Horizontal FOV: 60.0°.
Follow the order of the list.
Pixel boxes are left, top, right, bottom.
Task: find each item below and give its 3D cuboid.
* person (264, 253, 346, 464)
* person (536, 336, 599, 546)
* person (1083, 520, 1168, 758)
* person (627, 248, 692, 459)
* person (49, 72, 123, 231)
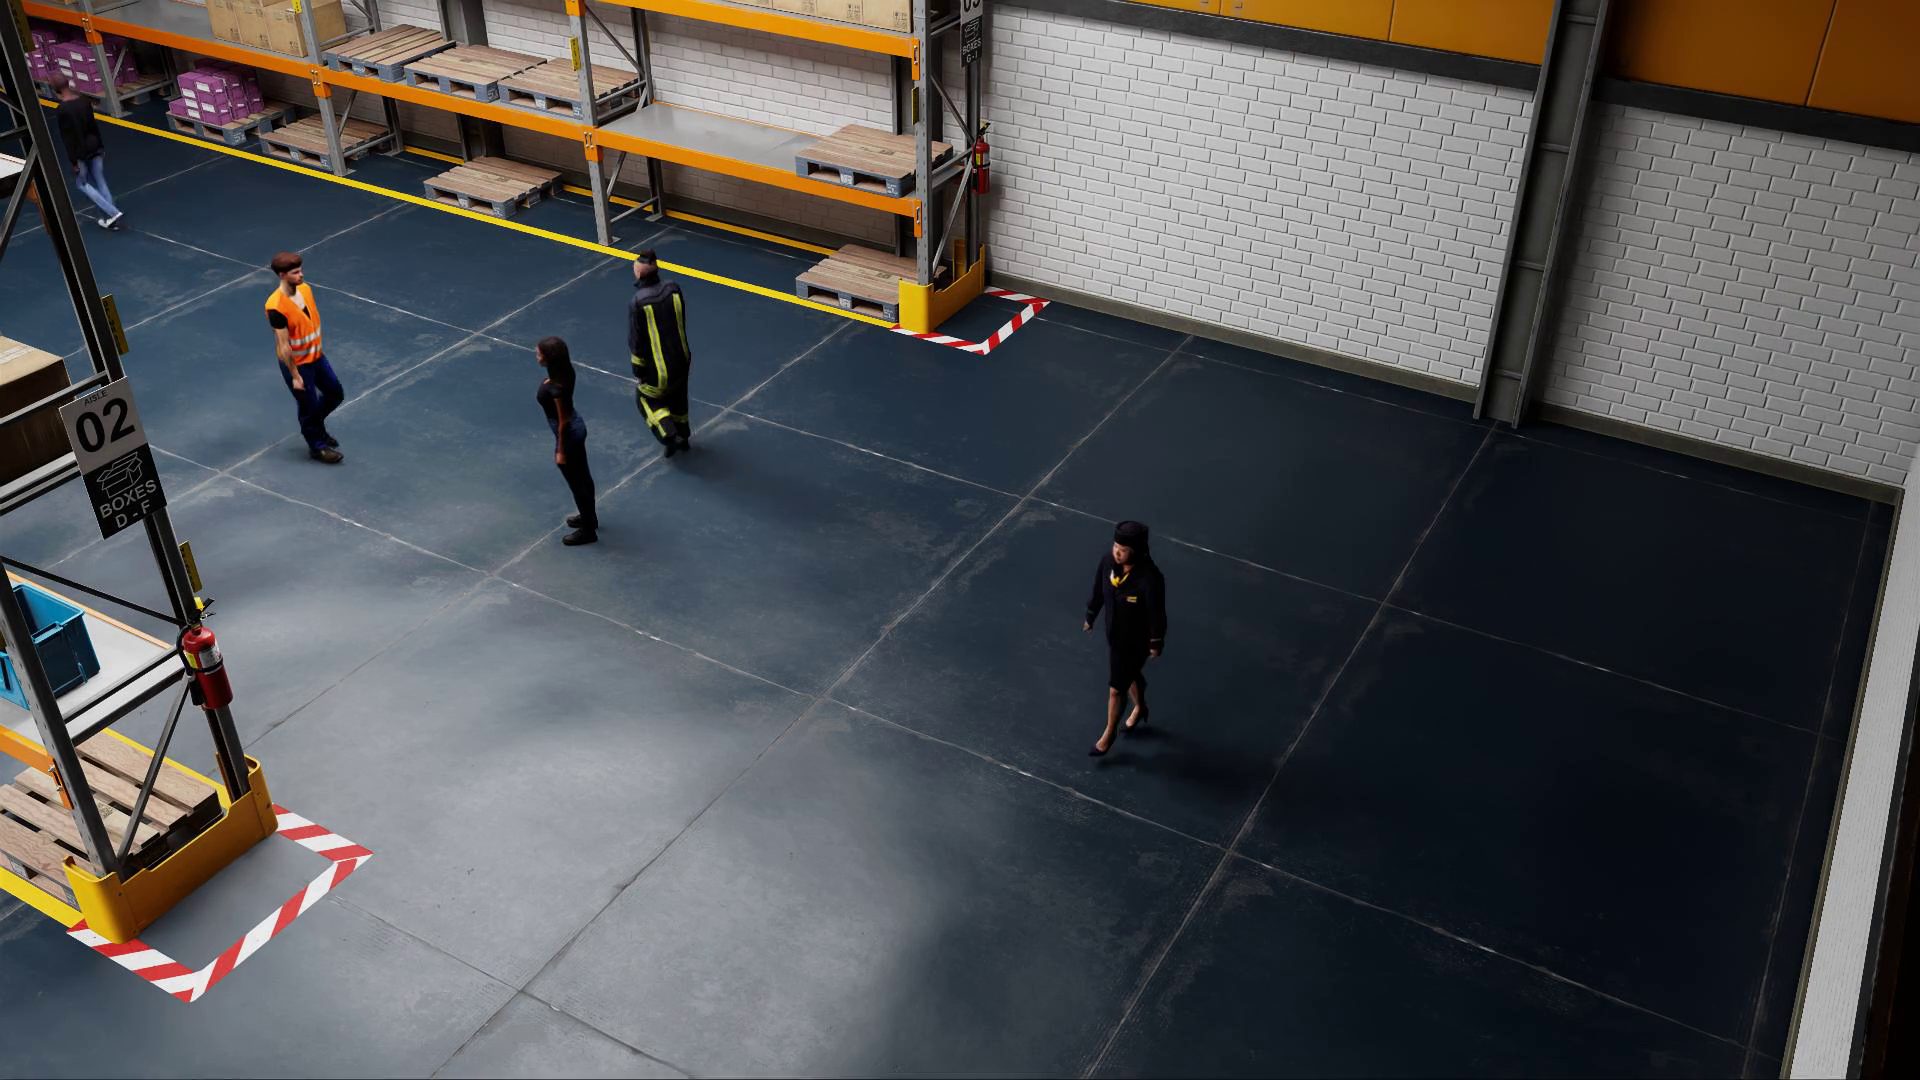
[{"bbox_3d":[-5.452,-1.490,13.607,0.760,1.872,0.772,10,35,14],"label":"person"},{"bbox_3d":[-2.962,-0.768,12.642,0.680,1.739,0.656,0,34,0],"label":"person"},{"bbox_3d":[1.153,0.587,10.682,0.960,1.652,0.908,-22,39,-29],"label":"person"},{"bbox_3d":[-2.395,-1.490,13.624,0.893,1.854,0.870,29,43,36],"label":"person"},{"bbox_3d":[-9.215,-4.090,17.644,0.686,1.734,0.641,15,36,21],"label":"person"}]
